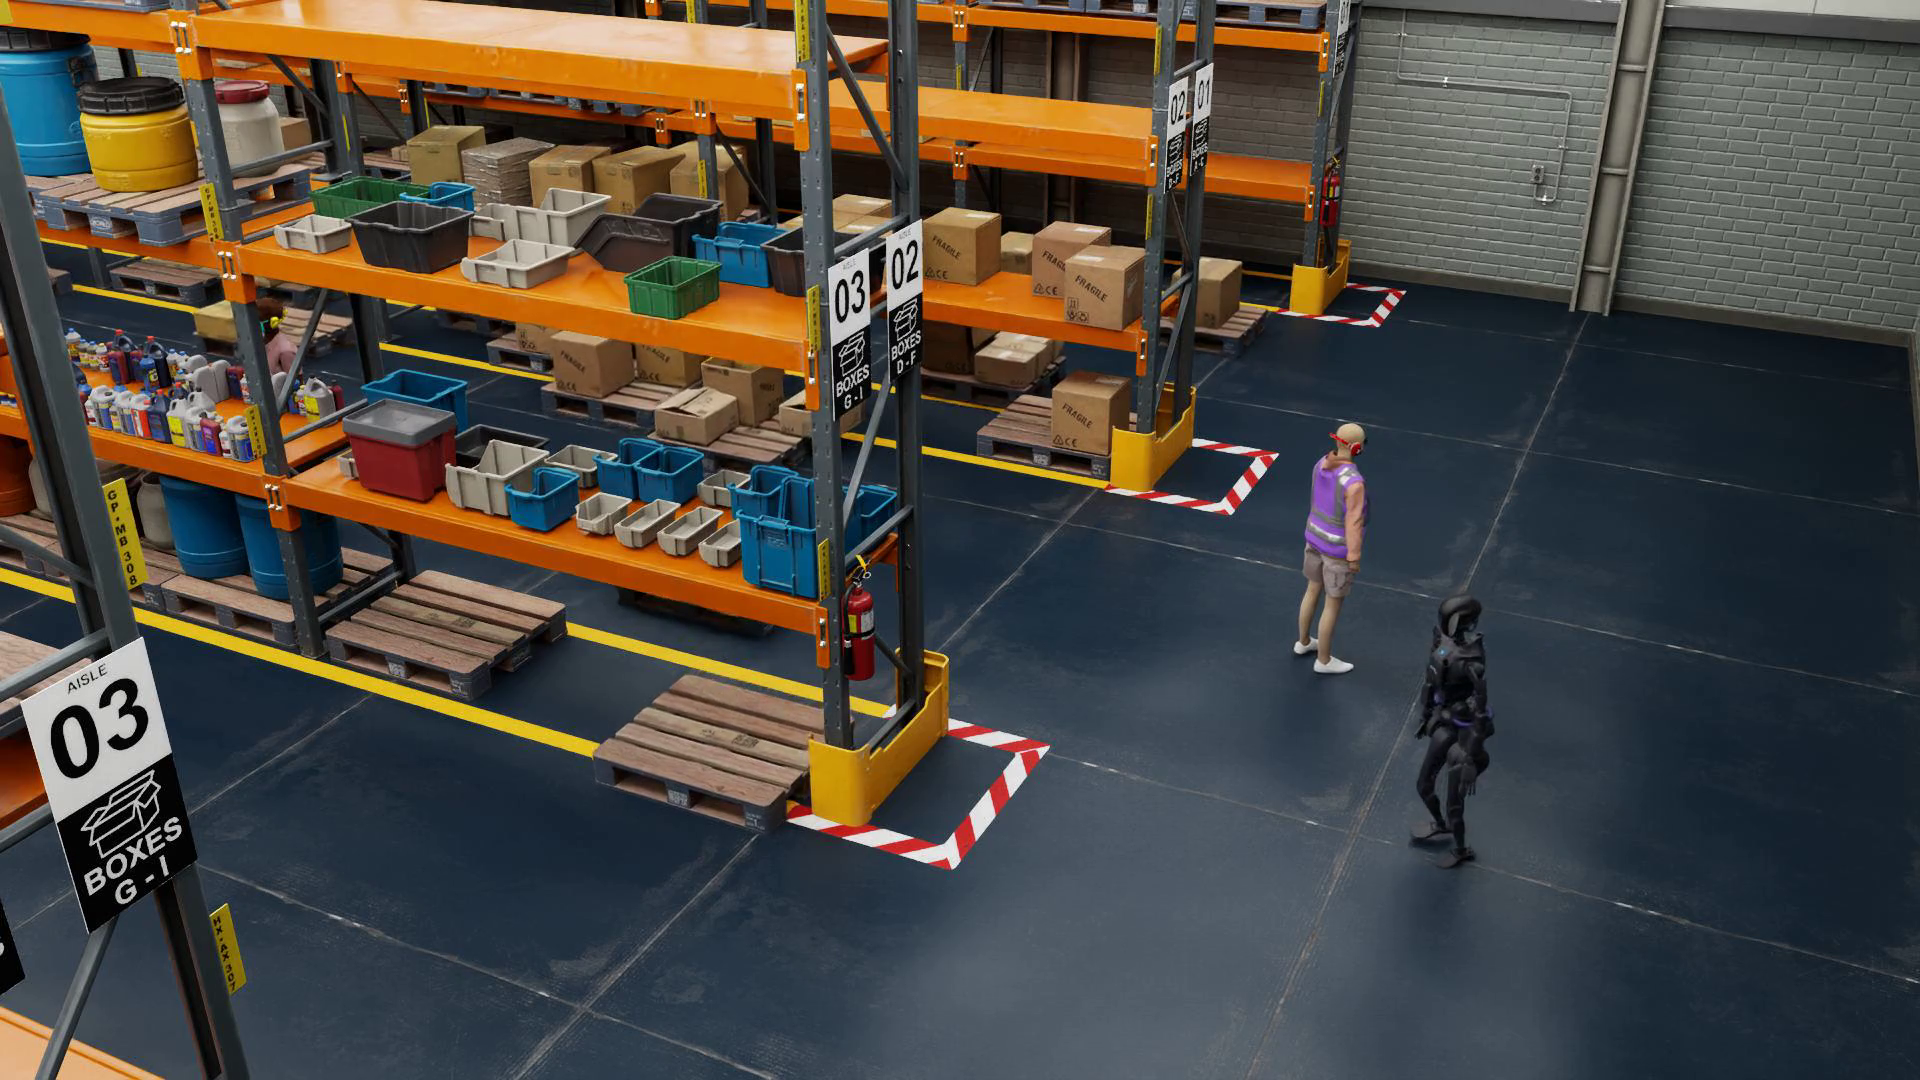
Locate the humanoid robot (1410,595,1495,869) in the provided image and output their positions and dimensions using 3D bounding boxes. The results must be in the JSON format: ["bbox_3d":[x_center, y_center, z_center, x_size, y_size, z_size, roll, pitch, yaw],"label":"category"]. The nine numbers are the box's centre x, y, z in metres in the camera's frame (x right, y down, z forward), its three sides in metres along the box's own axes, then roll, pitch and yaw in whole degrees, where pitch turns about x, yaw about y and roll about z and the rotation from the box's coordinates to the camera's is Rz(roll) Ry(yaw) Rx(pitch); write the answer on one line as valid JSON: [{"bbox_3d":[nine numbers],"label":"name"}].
[{"bbox_3d":[2.601,1.008,8.686,0.412,1.641,0.593,-6,27,-13],"label":"humanoid robot"}]

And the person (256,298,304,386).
[{"bbox_3d":[-5.076,-0.955,12.509,0.518,1.804,0.331,19,32,33],"label":"person"}]

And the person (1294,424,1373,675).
[{"bbox_3d":[2.378,0.049,10.605,0.348,1.687,0.491,-10,28,-19],"label":"person"}]
